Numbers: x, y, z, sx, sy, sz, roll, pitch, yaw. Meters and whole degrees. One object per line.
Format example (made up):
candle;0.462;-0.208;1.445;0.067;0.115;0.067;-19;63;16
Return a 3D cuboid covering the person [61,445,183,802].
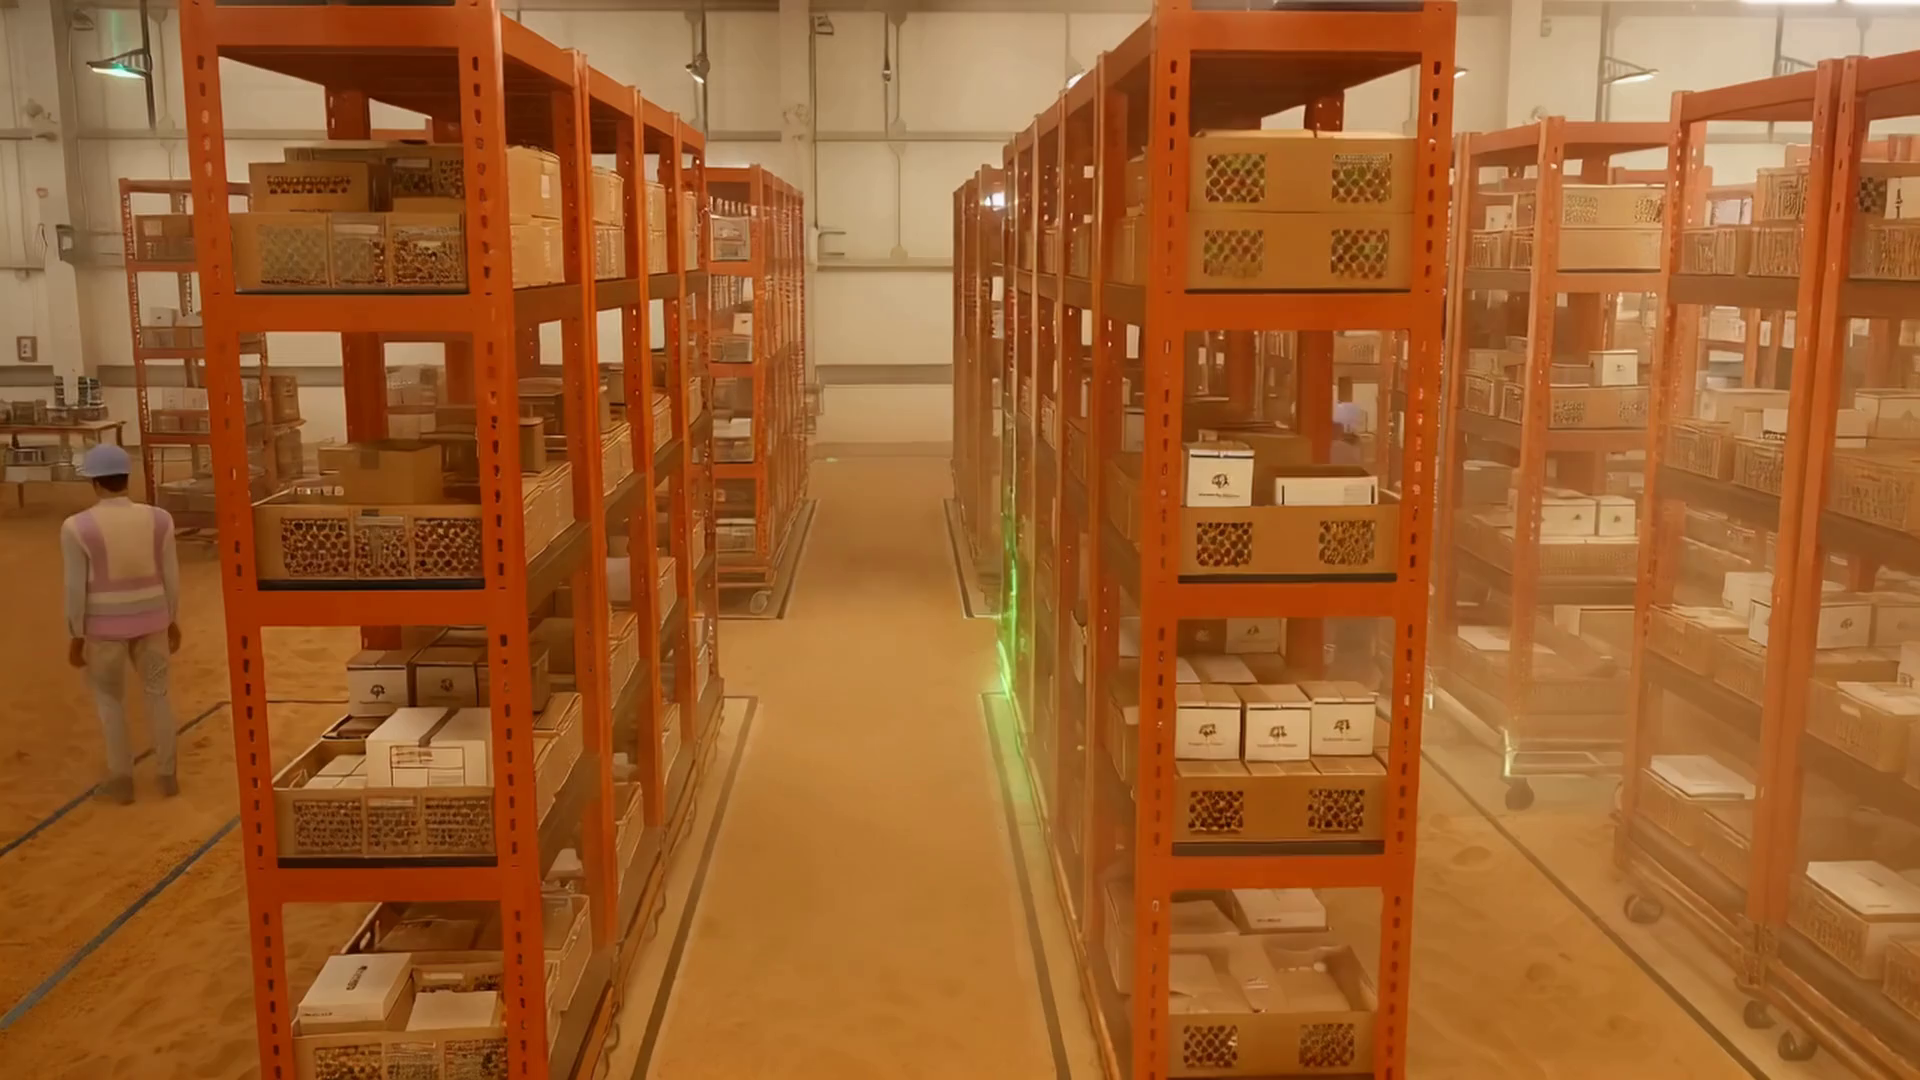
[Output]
person;-4.486;0.457;8.947;0.540;1.915;0.628;8;13;37

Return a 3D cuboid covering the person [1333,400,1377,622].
person;3.027;-0.188;12.958;0.901;1.786;0.624;-1;10;-4

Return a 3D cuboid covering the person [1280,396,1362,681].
person;2.448;-0.009;11.359;0.611;1.996;0.378;-2;10;-9
